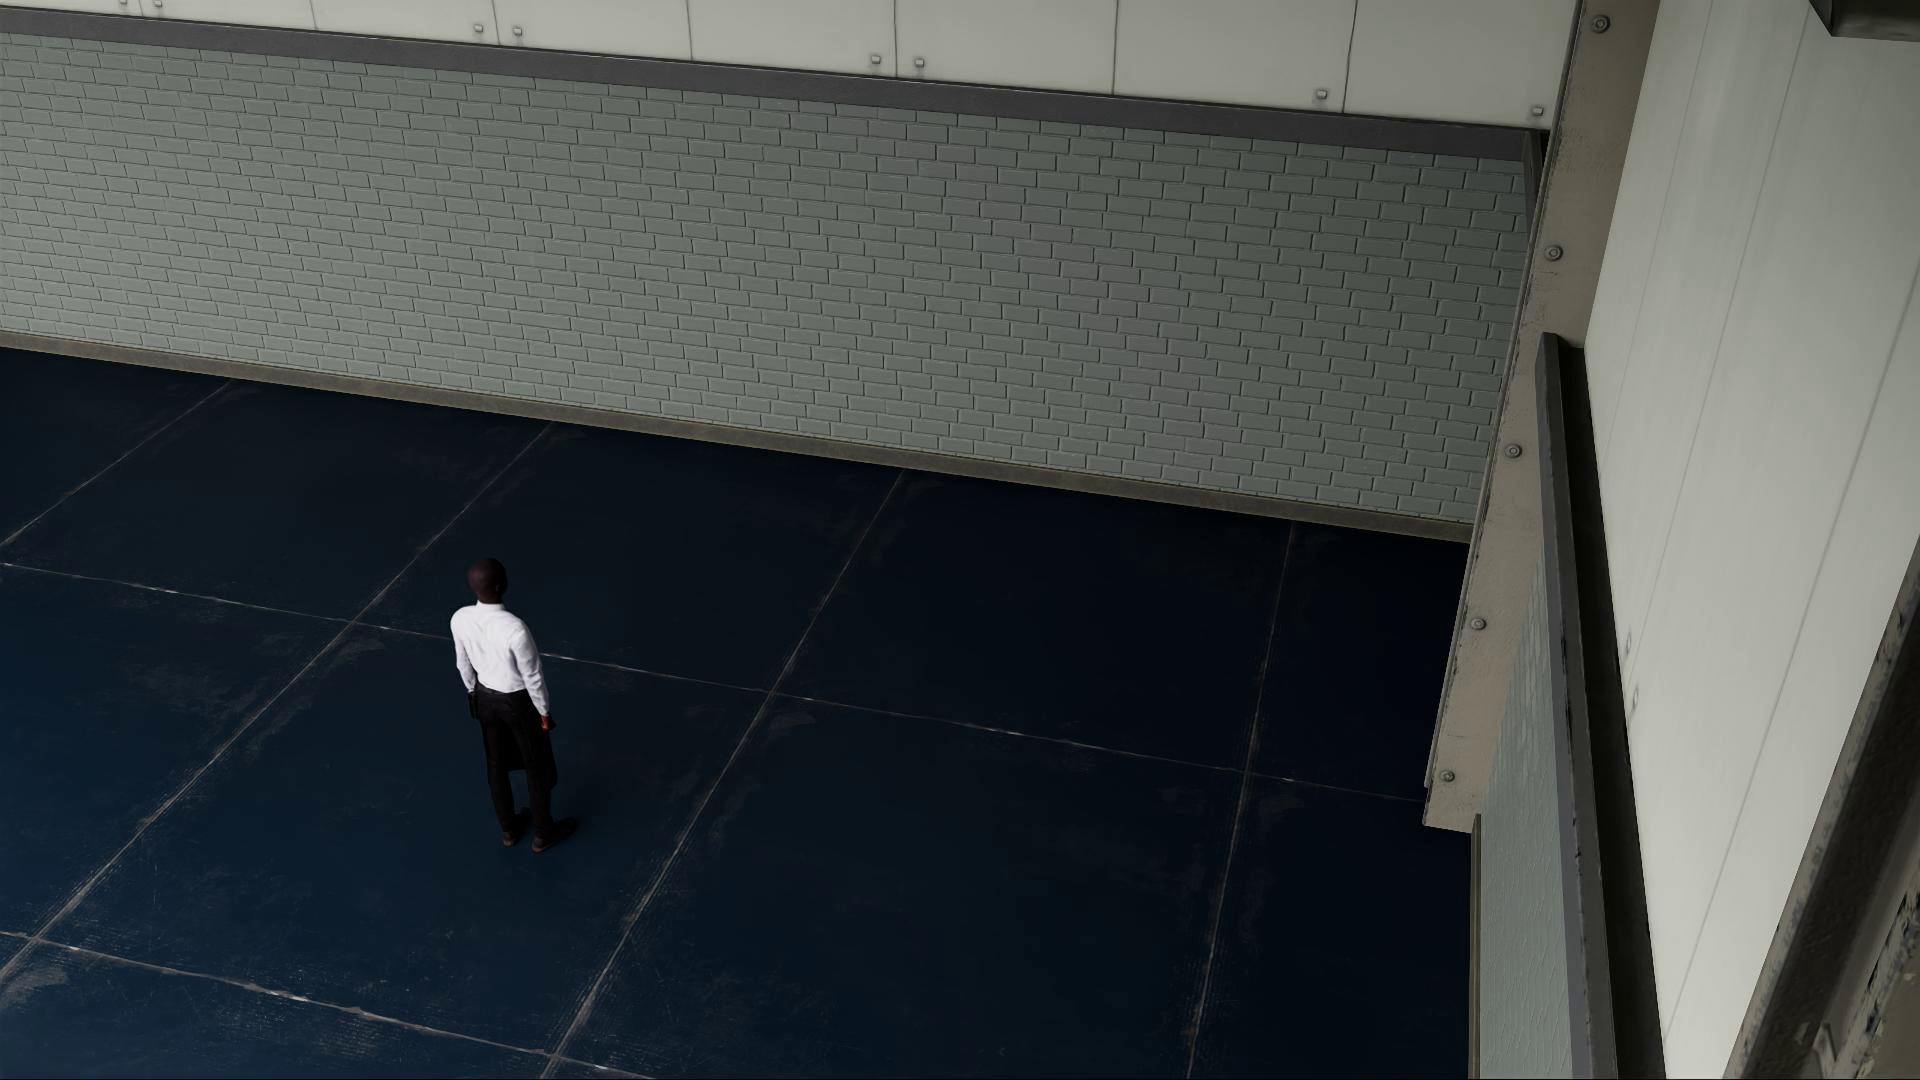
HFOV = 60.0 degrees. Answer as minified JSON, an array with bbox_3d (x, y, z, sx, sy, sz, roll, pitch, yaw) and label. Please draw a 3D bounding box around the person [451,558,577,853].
[{"bbox_3d":[-2.424,0.896,8.924,0.644,1.837,0.536,10,34,15],"label":"person"}]
